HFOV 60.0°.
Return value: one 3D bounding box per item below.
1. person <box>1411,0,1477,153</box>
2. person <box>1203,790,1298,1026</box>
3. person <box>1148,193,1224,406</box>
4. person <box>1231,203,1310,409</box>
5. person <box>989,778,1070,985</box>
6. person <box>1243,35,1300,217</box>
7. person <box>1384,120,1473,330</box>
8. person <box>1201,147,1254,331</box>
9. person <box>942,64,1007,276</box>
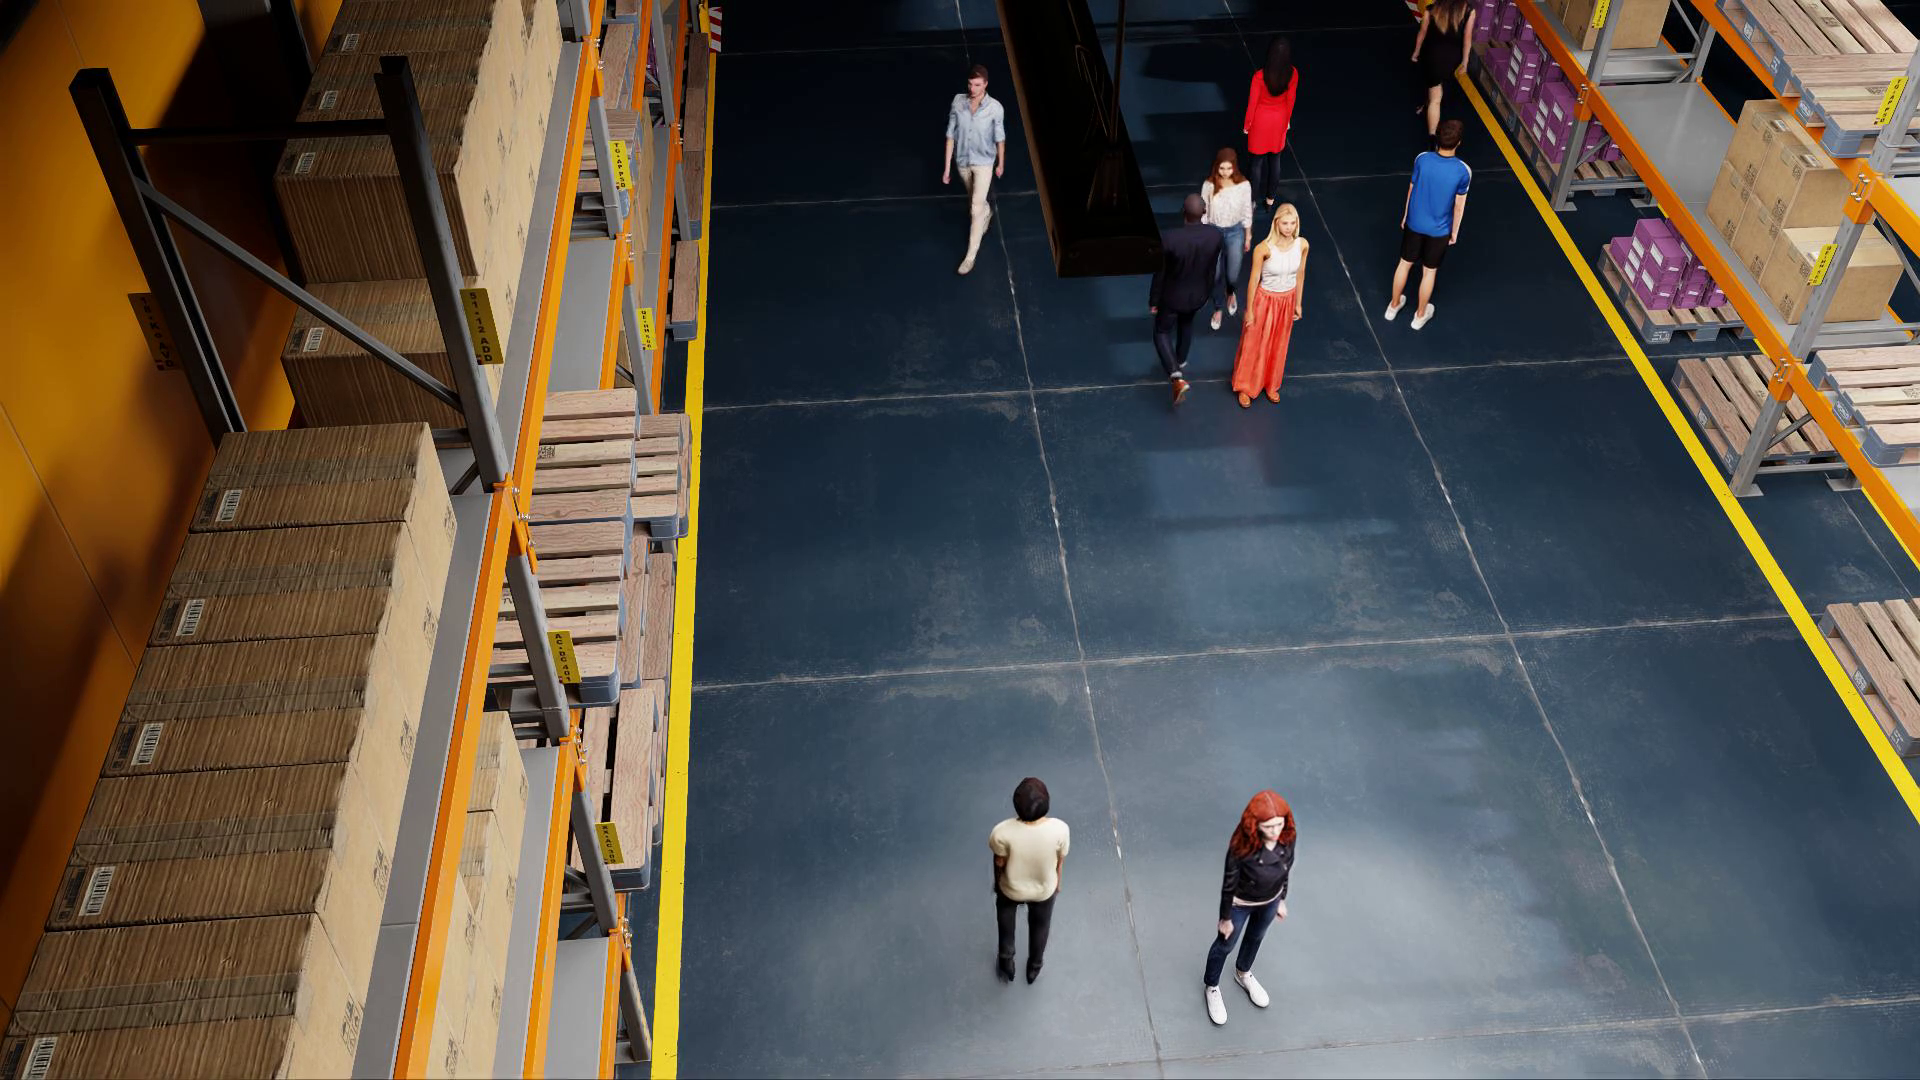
[{"bbox_3d":[4.600,-4.465,15.807,0.734,1.643,1.160,4,44,4],"label":"person"},{"bbox_3d":[1.564,1.955,8.964,0.632,1.787,0.634,-16,46,-16],"label":"person"},{"bbox_3d":[1.751,-1.842,12.949,0.806,1.788,1.037,-10,45,-11],"label":"person"},{"bbox_3d":[2.429,-1.830,12.927,0.670,1.802,0.624,-10,45,-10],"label":"person"},{"bbox_3d":[0.374,1.915,9.166,0.600,1.567,0.590,-2,44,-2],"label":"person"},{"bbox_3d":[2.771,-3.718,14.947,0.659,1.748,0.654,-10,45,-11],"label":"person"},{"bbox_3d":[3.853,-2.609,13.697,0.725,1.866,0.748,19,47,19],"label":"person"},{"bbox_3d":[2.182,-2.550,13.750,0.712,1.708,0.765,6,44,6],"label":"person"},{"bbox_3d":[0.168,-3.333,14.493,1.049,1.817,1.290,17,46,17],"label":"person"}]
